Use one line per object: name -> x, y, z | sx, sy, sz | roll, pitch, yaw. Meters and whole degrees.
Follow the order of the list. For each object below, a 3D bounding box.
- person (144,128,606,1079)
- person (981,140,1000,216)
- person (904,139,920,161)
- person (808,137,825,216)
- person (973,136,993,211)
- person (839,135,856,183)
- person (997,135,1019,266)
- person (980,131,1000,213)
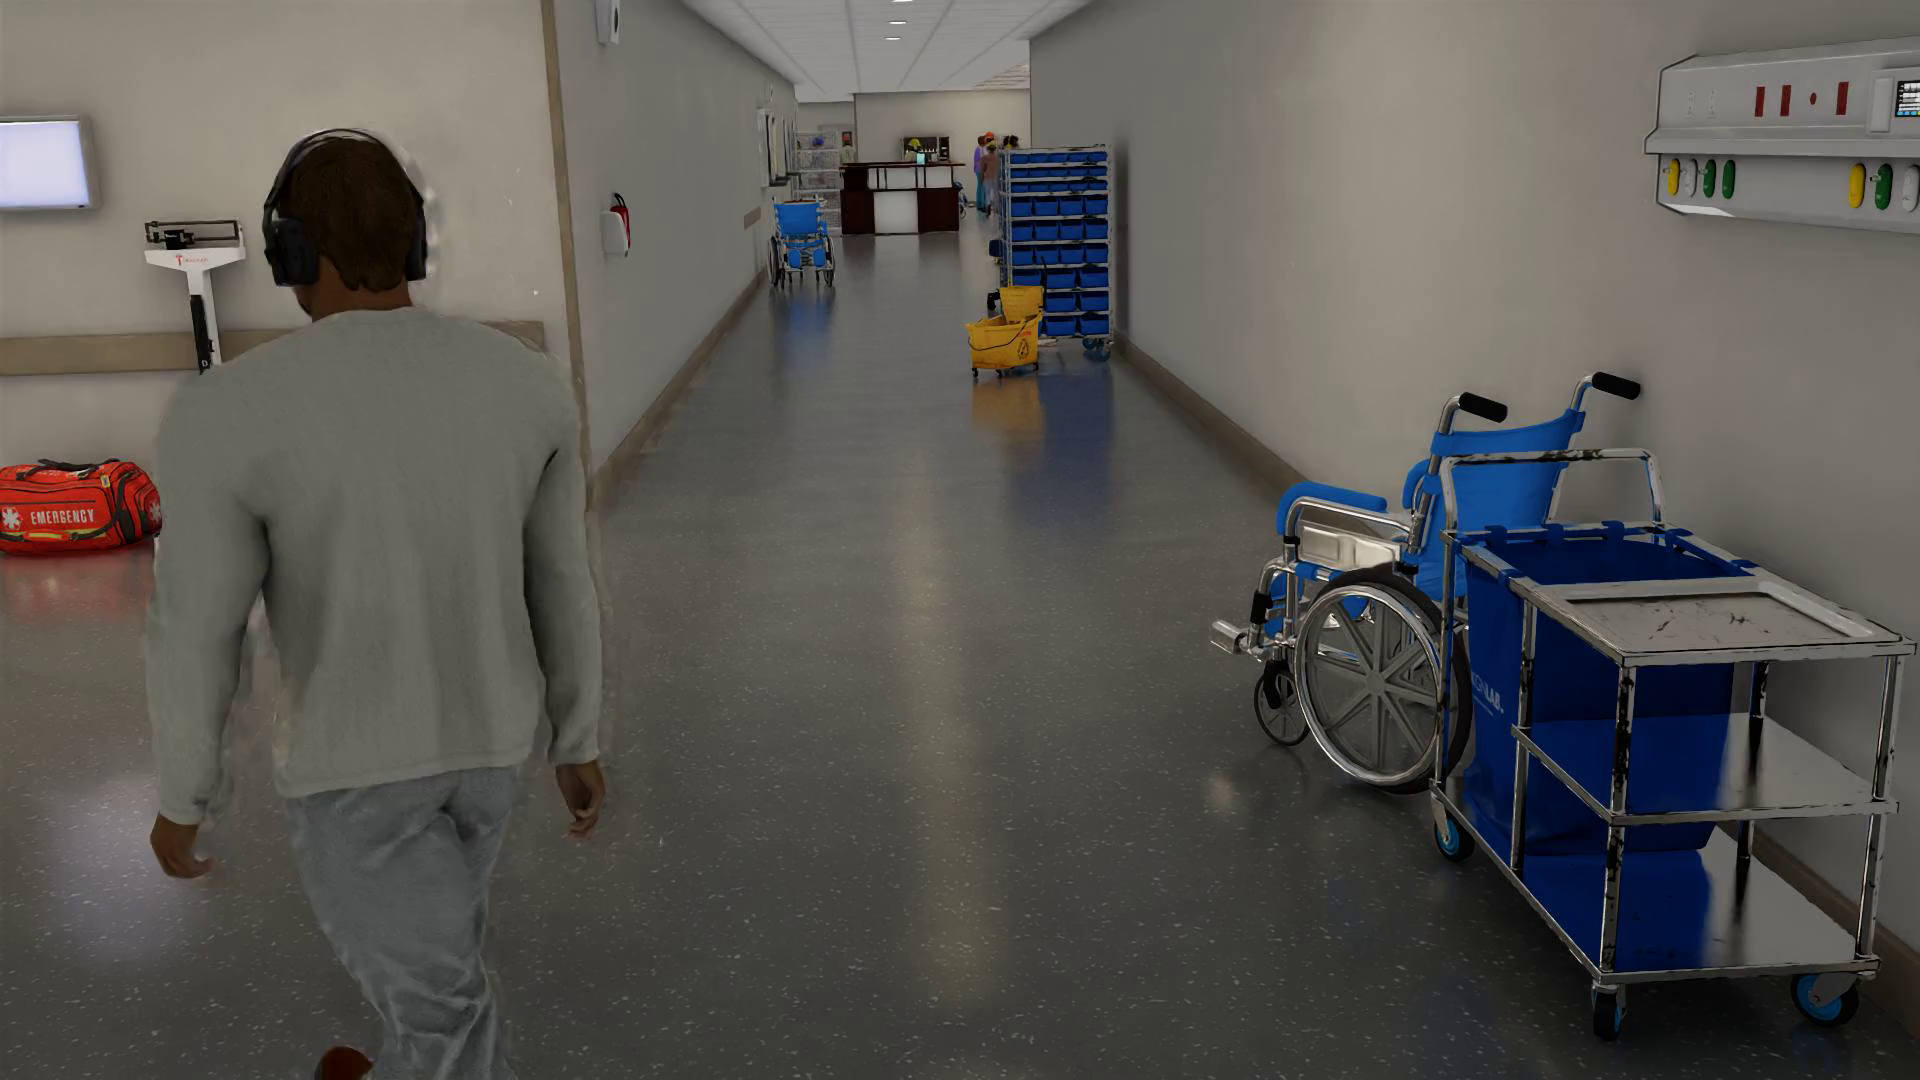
person -> -0.932, 0.328, 2.638 | 1.003, 1.887, 0.654 | 10, 18, 41
person -> 0.737, -8.315, 38.289 | 0.532, 1.742, 0.668 | -1, 14, 4
person -> -1.082, -8.610, 39.559 | 0.403, 1.824, 0.595 | -10, 16, -30
person -> -3.542, -9.037, 41.395 | 0.484, 1.913, 0.657 | -9, 15, -27
person -> 0.548, -9.171, 41.613 | 0.390, 1.850, 0.565 | -8, 15, -23
person -> -3.218, -10.675, 47.964 | 0.630, 1.974, 0.430 | -2, 14, 0
person -> 0.802, -4.864, 23.876 | 0.672, 1.847, 0.563 | 0, 14, 7
person -> 0.735, -8.956, 40.512 | 0.545, 1.942, 0.351 | 3, 14, 18
